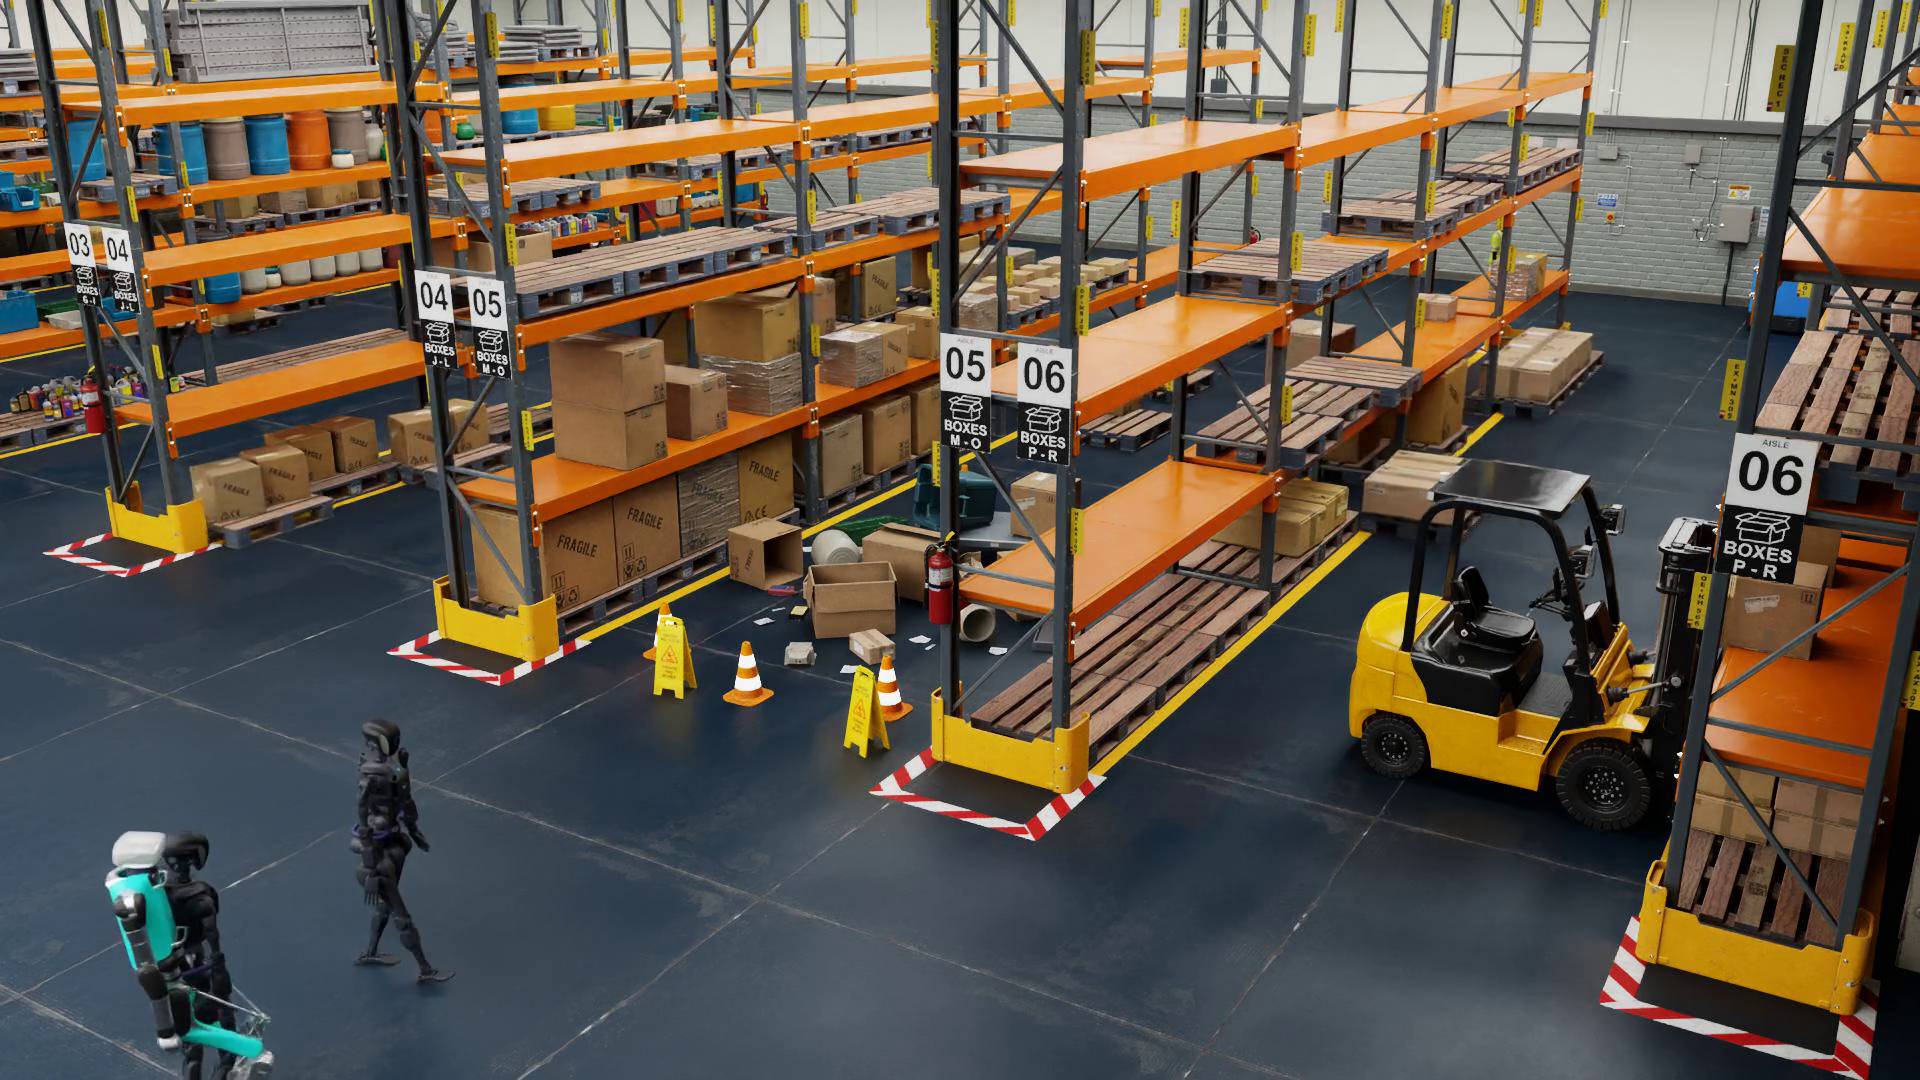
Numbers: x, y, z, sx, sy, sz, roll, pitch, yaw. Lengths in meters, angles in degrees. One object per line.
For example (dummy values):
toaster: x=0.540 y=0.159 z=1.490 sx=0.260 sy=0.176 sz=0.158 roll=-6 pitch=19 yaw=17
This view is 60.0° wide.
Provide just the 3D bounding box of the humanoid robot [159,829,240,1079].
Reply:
humanoid robot: x=-3.798 y=2.176 z=8.183 sx=0.608 sy=1.642 sz=0.350 roll=14 pitch=24 yaw=35

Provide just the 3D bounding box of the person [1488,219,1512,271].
person: x=8.966 y=-4.579 z=27.661 sx=0.318 sy=1.699 sz=0.534 roll=15 pitch=24 yaw=38

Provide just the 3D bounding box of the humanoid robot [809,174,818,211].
humanoid robot: x=-3.178 y=-7.087 z=34.942 sx=0.584 sy=1.639 sz=0.388 roll=14 pitch=24 yaw=35

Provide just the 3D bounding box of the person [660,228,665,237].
person: x=-5.986 y=-7.117 z=35.079 sx=0.942 sy=1.642 sz=0.488 roll=10 pitch=21 yaw=26

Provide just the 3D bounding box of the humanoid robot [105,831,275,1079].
humanoid robot: x=-3.604 y=2.181 z=8.012 sx=0.698 sy=1.770 sz=0.541 roll=-7 pitch=20 yaw=-18

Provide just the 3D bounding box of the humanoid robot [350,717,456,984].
humanoid robot: x=-3.211 y=1.745 z=9.457 sx=0.705 sy=1.630 sz=0.591 roll=2 pitch=19 yaw=7

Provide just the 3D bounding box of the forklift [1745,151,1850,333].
forklift: x=13.620 y=-4.667 z=26.137 sx=1.873 sy=2.768 sz=1.129 roll=11 pitch=22 yaw=29

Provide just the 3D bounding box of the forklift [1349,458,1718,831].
forklift: x=3.988 y=0.658 z=11.776 sx=2.313 sy=2.155 sz=1.214 roll=11 pitch=22 yaw=29
